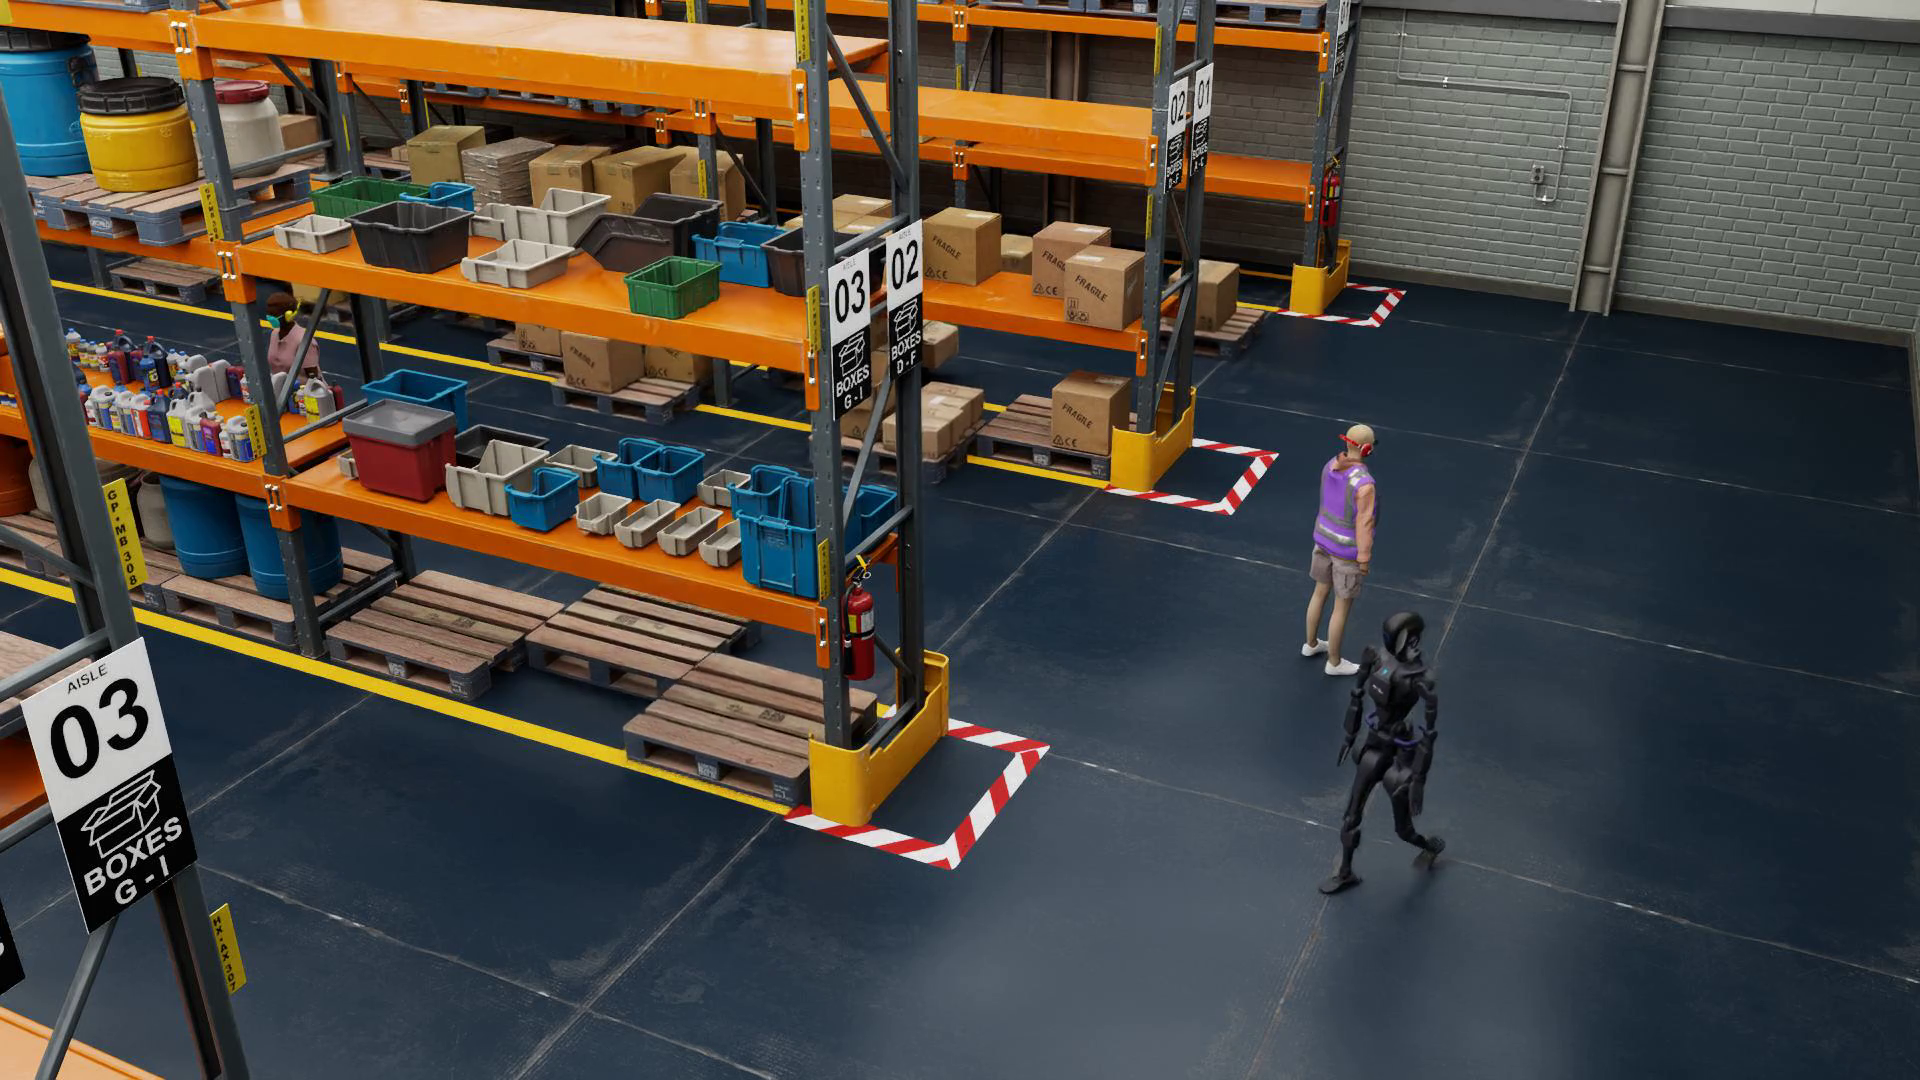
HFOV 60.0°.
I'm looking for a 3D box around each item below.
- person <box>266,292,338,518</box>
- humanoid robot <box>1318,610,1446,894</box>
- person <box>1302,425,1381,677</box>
[{"bbox_3d":[-5.000,-1.026,12.666,0.506,1.793,0.337,16,30,29],"label":"person"},{"bbox_3d":[2.254,1.091,8.563,0.738,1.655,0.596,-15,30,-28],"label":"humanoid robot"},{"bbox_3d":[2.432,0.059,10.587,0.349,1.688,0.491,-11,28,-21],"label":"person"}]
